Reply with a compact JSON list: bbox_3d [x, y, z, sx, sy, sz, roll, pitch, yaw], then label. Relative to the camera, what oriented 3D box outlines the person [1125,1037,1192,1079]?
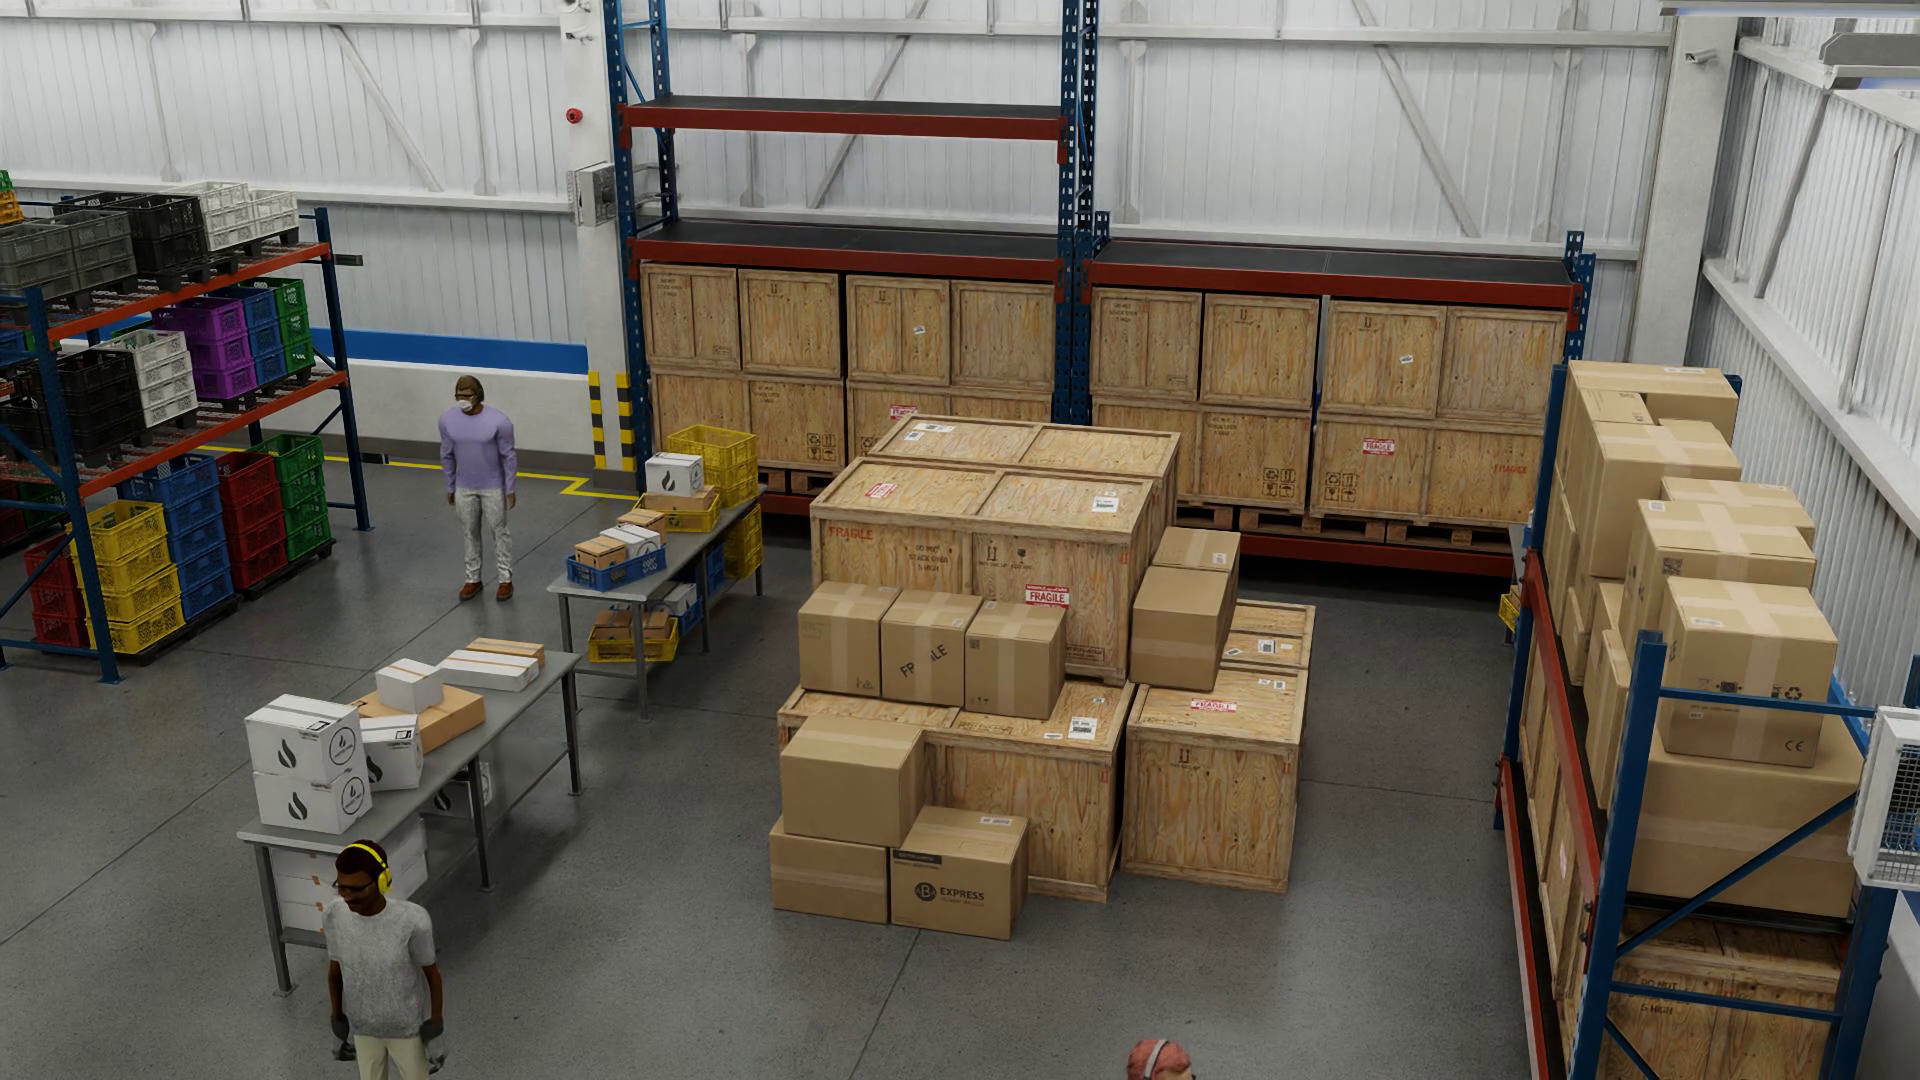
[{"bbox_3d":[0.657,2.591,5.975,0.398,1.900,0.650,14,25,31],"label":"person"}]

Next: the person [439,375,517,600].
[{"bbox_3d":[-3.983,-0.437,13.833,0.629,1.940,0.378,2,21,5],"label":"person"}]

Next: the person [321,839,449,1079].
[{"bbox_3d":[-2.488,2.130,7.212,0.531,1.870,0.316,2,21,6],"label":"person"}]
